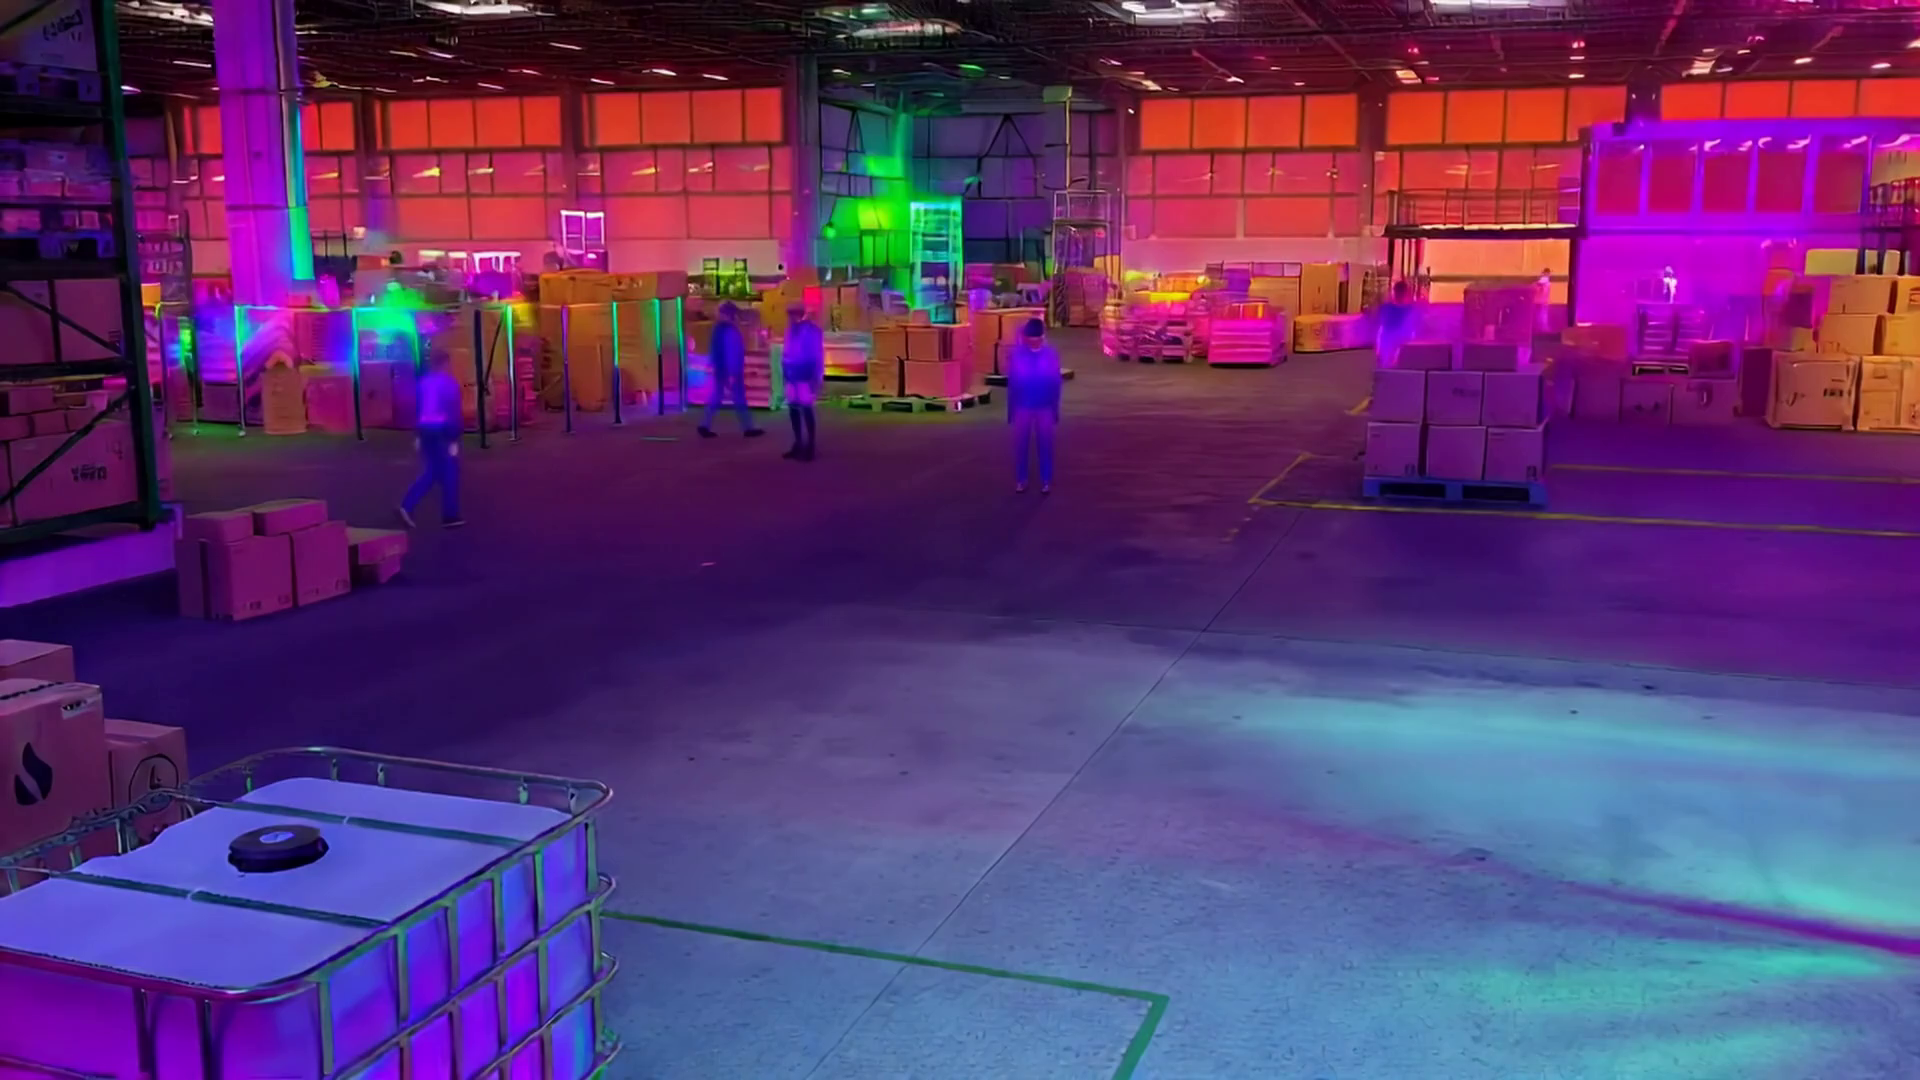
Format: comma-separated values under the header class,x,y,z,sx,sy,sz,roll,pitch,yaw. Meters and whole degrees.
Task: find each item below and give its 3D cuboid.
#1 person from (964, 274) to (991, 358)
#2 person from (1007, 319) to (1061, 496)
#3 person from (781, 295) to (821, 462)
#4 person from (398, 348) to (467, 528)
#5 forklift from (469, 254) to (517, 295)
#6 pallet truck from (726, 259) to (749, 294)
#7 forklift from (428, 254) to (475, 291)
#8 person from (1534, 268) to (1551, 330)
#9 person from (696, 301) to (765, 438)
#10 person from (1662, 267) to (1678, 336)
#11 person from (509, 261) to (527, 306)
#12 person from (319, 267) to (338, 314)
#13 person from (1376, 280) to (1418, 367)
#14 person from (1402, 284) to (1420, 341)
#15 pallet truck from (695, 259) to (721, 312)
class,x,y,z,sx,sy,sz,roll,pitch,yaw
person,0.340,-4.616,34.858,0.550,1.891,0.963,-6,12,-29
person,0.739,-1.317,16.627,0.533,1.768,0.310,0,10,1
person,-1.861,-1.865,19.283,0.575,1.927,0.436,9,13,41
person,-4.647,-0.877,14.603,0.520,1.615,0.582,6,12,29
forklift,-17.990,-10.121,64.684,1.157,1.987,2.680,3,11,17
pallet truck,-7.986,-9.493,62.019,0.823,1.965,1.885,3,11,17
forklift,-20.133,-10.254,65.465,1.157,1.987,2.680,3,11,19
person,17.218,-7.132,49.189,0.536,1.831,0.534,-6,12,-31
person,-3.022,-2.201,21.547,0.911,1.792,0.603,-6,12,-29
person,18.955,-6.331,44.437,0.388,1.919,0.594,9,13,41
person,-12.857,-7.139,48.634,0.374,2.044,0.605,7,12,36
person,-17.592,-6.643,46.242,0.639,1.903,0.409,5,11,27
person,6.836,-3.103,26.166,0.649,1.940,0.772,5,11,25
person,7.710,-3.489,28.683,0.889,1.826,0.531,-8,13,-40
pallet truck,-9.165,-9.627,62.776,0.823,1.965,1.885,4,11,23
